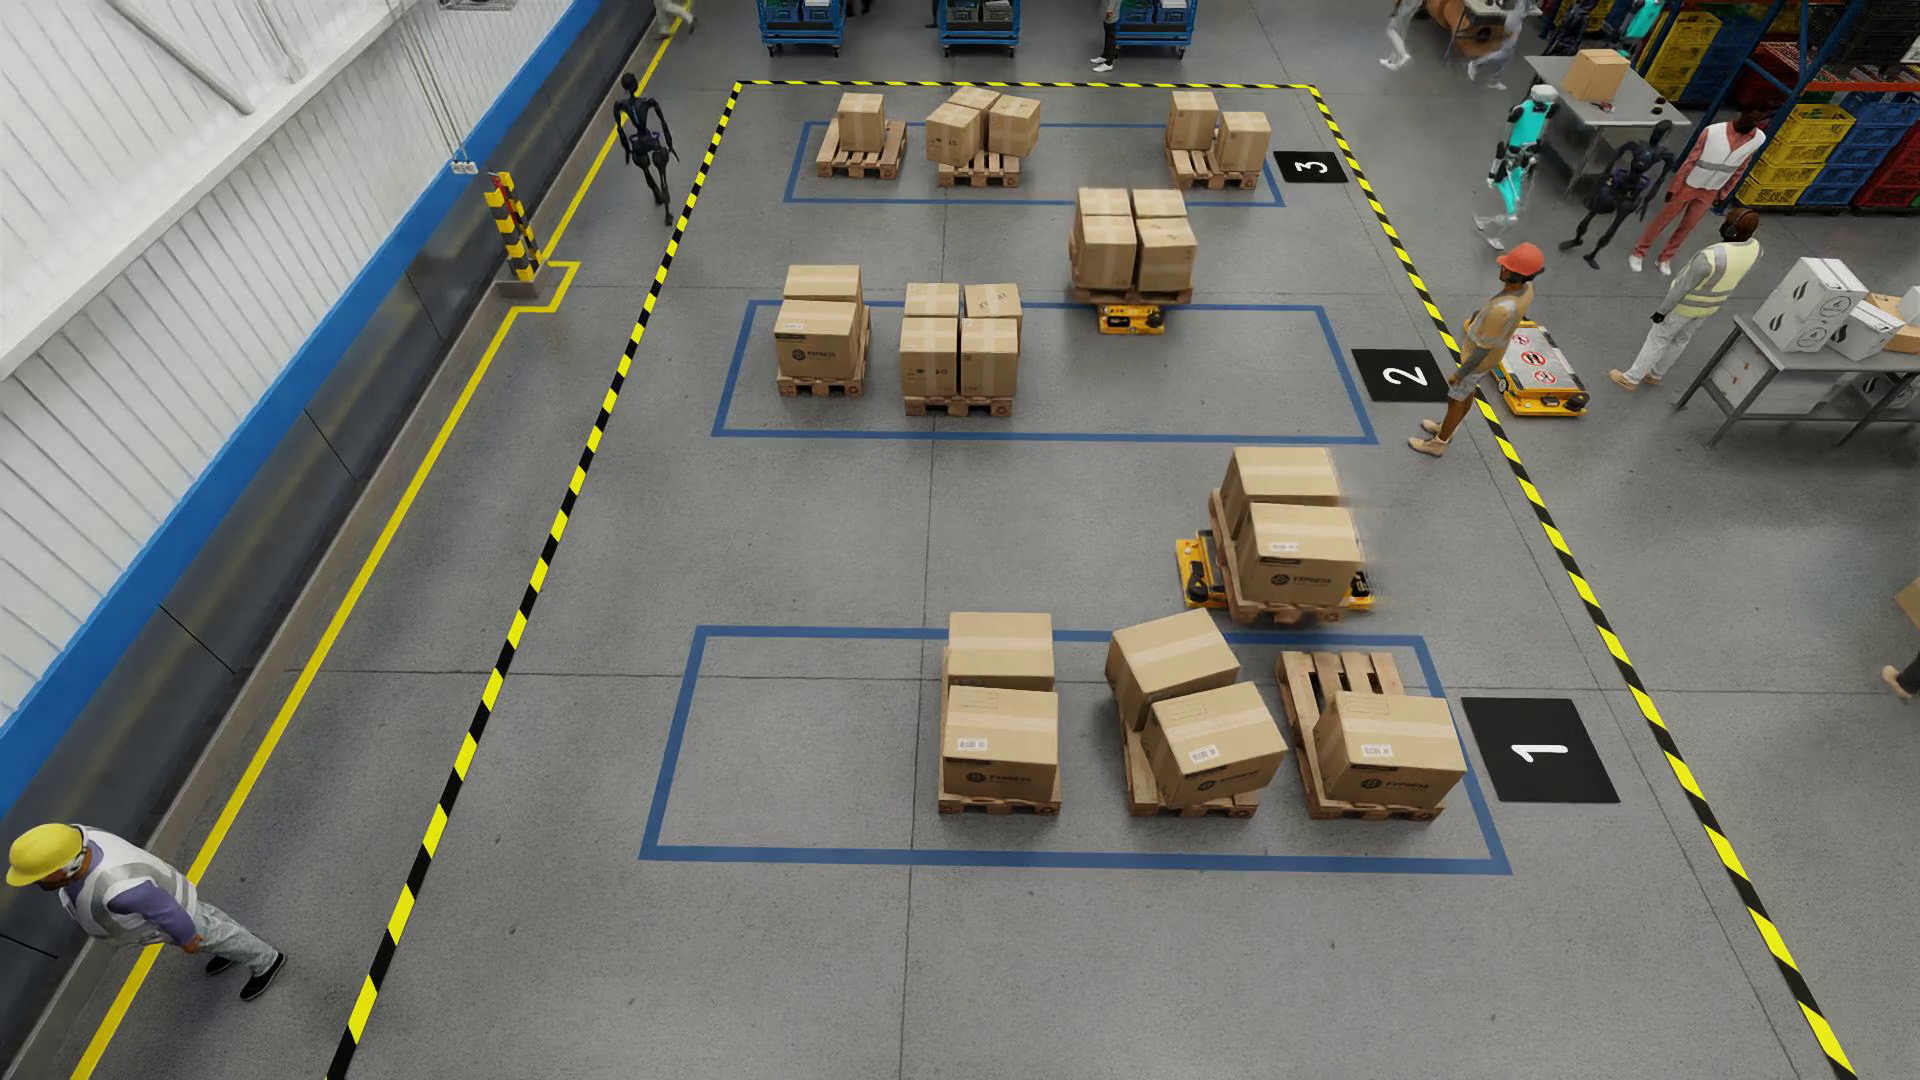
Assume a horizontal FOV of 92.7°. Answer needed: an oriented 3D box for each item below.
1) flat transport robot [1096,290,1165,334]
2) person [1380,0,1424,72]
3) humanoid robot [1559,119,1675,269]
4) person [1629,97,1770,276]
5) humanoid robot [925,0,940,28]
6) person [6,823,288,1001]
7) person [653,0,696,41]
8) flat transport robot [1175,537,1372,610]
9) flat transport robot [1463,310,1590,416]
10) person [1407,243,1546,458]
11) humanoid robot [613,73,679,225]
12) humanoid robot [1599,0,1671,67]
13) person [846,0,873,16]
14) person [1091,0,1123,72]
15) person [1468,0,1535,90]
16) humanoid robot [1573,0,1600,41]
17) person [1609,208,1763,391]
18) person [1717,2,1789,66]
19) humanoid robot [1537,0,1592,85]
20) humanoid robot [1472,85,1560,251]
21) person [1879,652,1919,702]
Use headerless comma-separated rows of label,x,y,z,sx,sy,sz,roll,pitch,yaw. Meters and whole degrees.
flat transport robot,1.794,-2.731,9.879,0.652,0.197,1.431,1,49,1
person,6.499,-7.691,13.149,0.558,1.846,0.534,-17,51,-14
humanoid robot,7.127,-3.737,9.840,0.607,1.645,0.476,30,55,23
person,7.813,-3.721,9.672,0.593,1.910,0.391,10,50,9
humanoid robot,-0.226,-8.908,14.328,0.659,1.635,0.612,6,49,5
person,-4.229,1.950,4.808,0.589,1.837,0.404,23,53,19
person,-4.537,-8.587,13.934,0.570,1.826,0.567,-29,55,-23
flat transport robot,2.491,0.231,7.315,1.431,0.197,0.652,1,49,1
flat transport robot,5.573,-1.757,9.054,0.659,0.231,1.431,1,49,1
person,4.336,-1.553,7.705,0.377,2.045,0.604,36,58,27
humanoid robot,-3.578,-4.535,10.546,0.604,1.625,0.752,-7,49,-6
humanoid robot,8.662,-6.504,12.214,0.530,1.827,0.667,-11,50,-9
person,-1.759,-9.308,14.496,0.535,1.922,0.553,-3,49,-3
person,2.140,-7.762,13.206,0.394,1.849,0.588,1,49,1
person,7.729,-7.253,12.855,0.532,1.709,0.492,23,53,19
humanoid robot,9.341,-8.047,13.561,0.323,1.651,0.593,32,56,25
person,6.642,-2.150,8.363,0.628,1.835,0.429,-11,50,-10
person,11.430,-7.711,13.075,1.036,1.993,0.628,0,49,0
humanoid robot,7.971,-6.455,12.184,0.325,1.653,0.601,-2,49,-1
humanoid robot,6.086,-3.965,9.978,0.530,1.742,0.933,-10,50,-8
person,6.917,0.456,6.121,0.543,1.803,0.443,18,51,15
